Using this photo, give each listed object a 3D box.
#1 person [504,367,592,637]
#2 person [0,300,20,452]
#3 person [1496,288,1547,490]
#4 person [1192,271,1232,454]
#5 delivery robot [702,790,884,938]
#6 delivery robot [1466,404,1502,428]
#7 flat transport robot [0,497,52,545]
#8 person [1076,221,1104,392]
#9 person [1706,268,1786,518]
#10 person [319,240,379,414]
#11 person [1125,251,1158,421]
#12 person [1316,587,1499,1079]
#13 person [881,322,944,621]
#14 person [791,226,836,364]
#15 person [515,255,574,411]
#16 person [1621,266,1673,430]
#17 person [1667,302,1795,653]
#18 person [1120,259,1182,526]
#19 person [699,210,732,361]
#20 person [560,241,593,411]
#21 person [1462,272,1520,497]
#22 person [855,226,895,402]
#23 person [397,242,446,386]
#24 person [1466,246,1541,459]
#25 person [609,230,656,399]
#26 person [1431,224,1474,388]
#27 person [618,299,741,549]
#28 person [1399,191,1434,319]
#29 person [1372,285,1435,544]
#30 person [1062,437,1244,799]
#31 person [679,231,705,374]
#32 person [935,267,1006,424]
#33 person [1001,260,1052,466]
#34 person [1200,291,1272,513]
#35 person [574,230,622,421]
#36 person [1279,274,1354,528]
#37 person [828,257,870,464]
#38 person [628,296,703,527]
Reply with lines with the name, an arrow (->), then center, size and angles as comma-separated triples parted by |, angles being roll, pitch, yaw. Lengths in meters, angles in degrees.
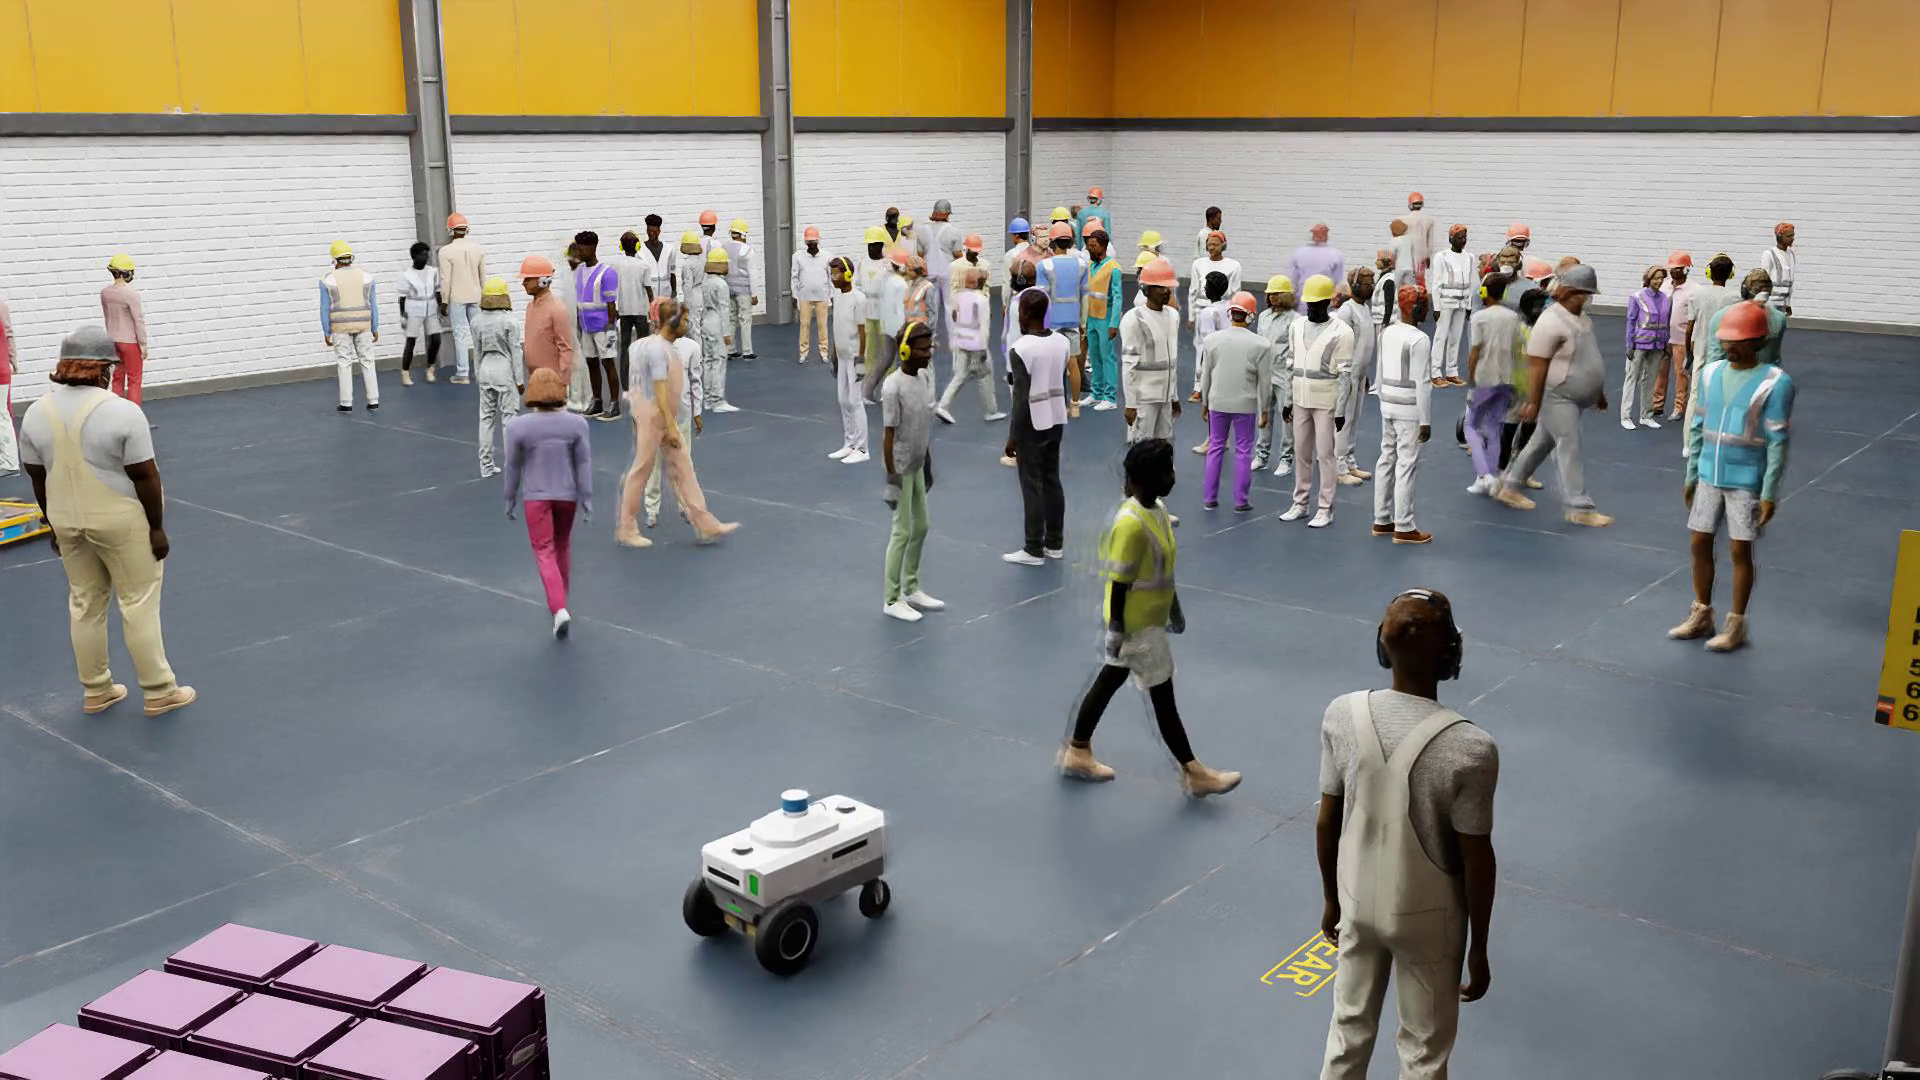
person -> -2.461, -0.241, 10.027 | 0.508, 1.600, 0.799 | -7, 16, -25
person -> -8.994, -1.655, 15.358 | 0.525, 1.760, 0.340 | -13, 19, -42
person -> 4.706, -1.241, 13.831 | 0.533, 1.697, 0.318 | -8, 16, -28
person -> 2.363, -1.639, 15.419 | 0.321, 1.697, 0.530 | 10, 17, 35
delivery robot -> -0.616, 1.183, 6.271 | 0.477, 0.478, 0.707 | 13, 19, 41
delivery robot -> 5.157, -1.278, 16.103 | 0.477, 0.478, 0.707 | 9, 16, 31
flat transport robot -> -7.179, -0.059, 11.995 | 0.652, 0.197, 1.431 | 4, 15, 16
person -> 1.483, -2.667, 19.047 | 0.375, 1.934, 0.548 | 1, 14, 4
person -> 6.074, -1.134, 12.910 | 0.627, 1.941, 0.370 | -2, 14, -9
person -> -6.457, -2.251, 17.616 | 0.593, 1.826, 0.404 | -9, 17, -33
person -> 1.880, -2.031, 16.850 | 0.308, 1.769, 0.525 | -3, 14, -10
person -> 1.196, 1.022, 4.485 | 0.508, 1.846, 0.342 | 12, 19, 41
person -> -0.305, -0.420, 10.243 | 0.358, 1.851, 0.573 | 5, 15, 21
person -> -1.871, -3.129, 21.258 | 0.575, 1.749, 0.334 | -2, 14, -6
person -> -3.362, -1.310, 13.501 | 0.396, 1.992, 0.622 | -12, 18, -39
person -> 6.897, -1.930, 16.701 | 0.514, 1.641, 0.307 | -4, 15, -17
person -> 4.432, -0.348, 9.585 | 0.408, 2.034, 0.643 | -8, 16, -28
person -> 1.463, -1.084, 12.501 | 0.373, 2.042, 0.614 | 13, 19, 43
person -> -3.217, -3.276, 21.463 | 0.553, 1.941, 0.346 | 12, 18, 40
person -> -4.093, -2.245, 17.592 | 0.698, 1.840, 0.304 | 12, 18, 39
person -> 4.337, -1.270, 13.669 | 0.526, 1.838, 0.428 | -5, 15, -19
person -> -0.914, -2.483, 18.328 | 0.585, 1.928, 0.365 | 8, 16, 28
person -> -6.336, -2.651, 19.502 | 0.402, 1.673, 0.554 | 12, 19, 40
person -> 4.965, -1.716, 15.238 | 0.631, 1.940, 0.372 | 6, 15, 22
person -> -3.627, -2.494, 18.475 | 0.533, 1.875, 0.315 | 1, 14, 6
person -> 5.738, -2.722, 19.370 | 0.577, 1.883, 0.353 | -7, 16, -27
person -> -2.080, -0.811, 11.927 | 0.921, 1.783, 0.647 | 3, 14, 10
person -> 7.089, -4.441, 26.021 | 0.621, 1.990, 0.401 | -4, 14, -14
person -> 3.253, -0.914, 12.151 | 0.355, 1.882, 0.575 | -5, 15, -20
person -> 0.861, 0.352, 7.527 | 0.878, 1.647, 0.541 | 4, 15, 17
person -> -3.268, -2.898, 20.358 | 0.294, 1.744, 0.486 | 4, 15, 15
person -> 0.092, -1.978, 16.967 | 0.815, 1.599, 0.523 | -11, 18, -37
person -> 0.580, -1.581, 14.920 | 0.429, 1.837, 0.629 | 7, 16, 27
person -> 2.175, -1.081, 13.107 | 0.574, 1.738, 0.354 | 6, 15, 23
person -> -3.767, -2.217, 17.206 | 0.604, 1.959, 0.373 | 11, 18, 36
person -> 2.695, -1.054, 12.640 | 0.393, 1.918, 0.585 | -11, 18, -38
person -> -1.013, -1.628, 15.063 | 0.335, 1.855, 0.532 | -10, 17, -34
person -> -2.228, -0.975, 12.653 | 0.563, 1.751, 0.330 | -4, 15, -17
